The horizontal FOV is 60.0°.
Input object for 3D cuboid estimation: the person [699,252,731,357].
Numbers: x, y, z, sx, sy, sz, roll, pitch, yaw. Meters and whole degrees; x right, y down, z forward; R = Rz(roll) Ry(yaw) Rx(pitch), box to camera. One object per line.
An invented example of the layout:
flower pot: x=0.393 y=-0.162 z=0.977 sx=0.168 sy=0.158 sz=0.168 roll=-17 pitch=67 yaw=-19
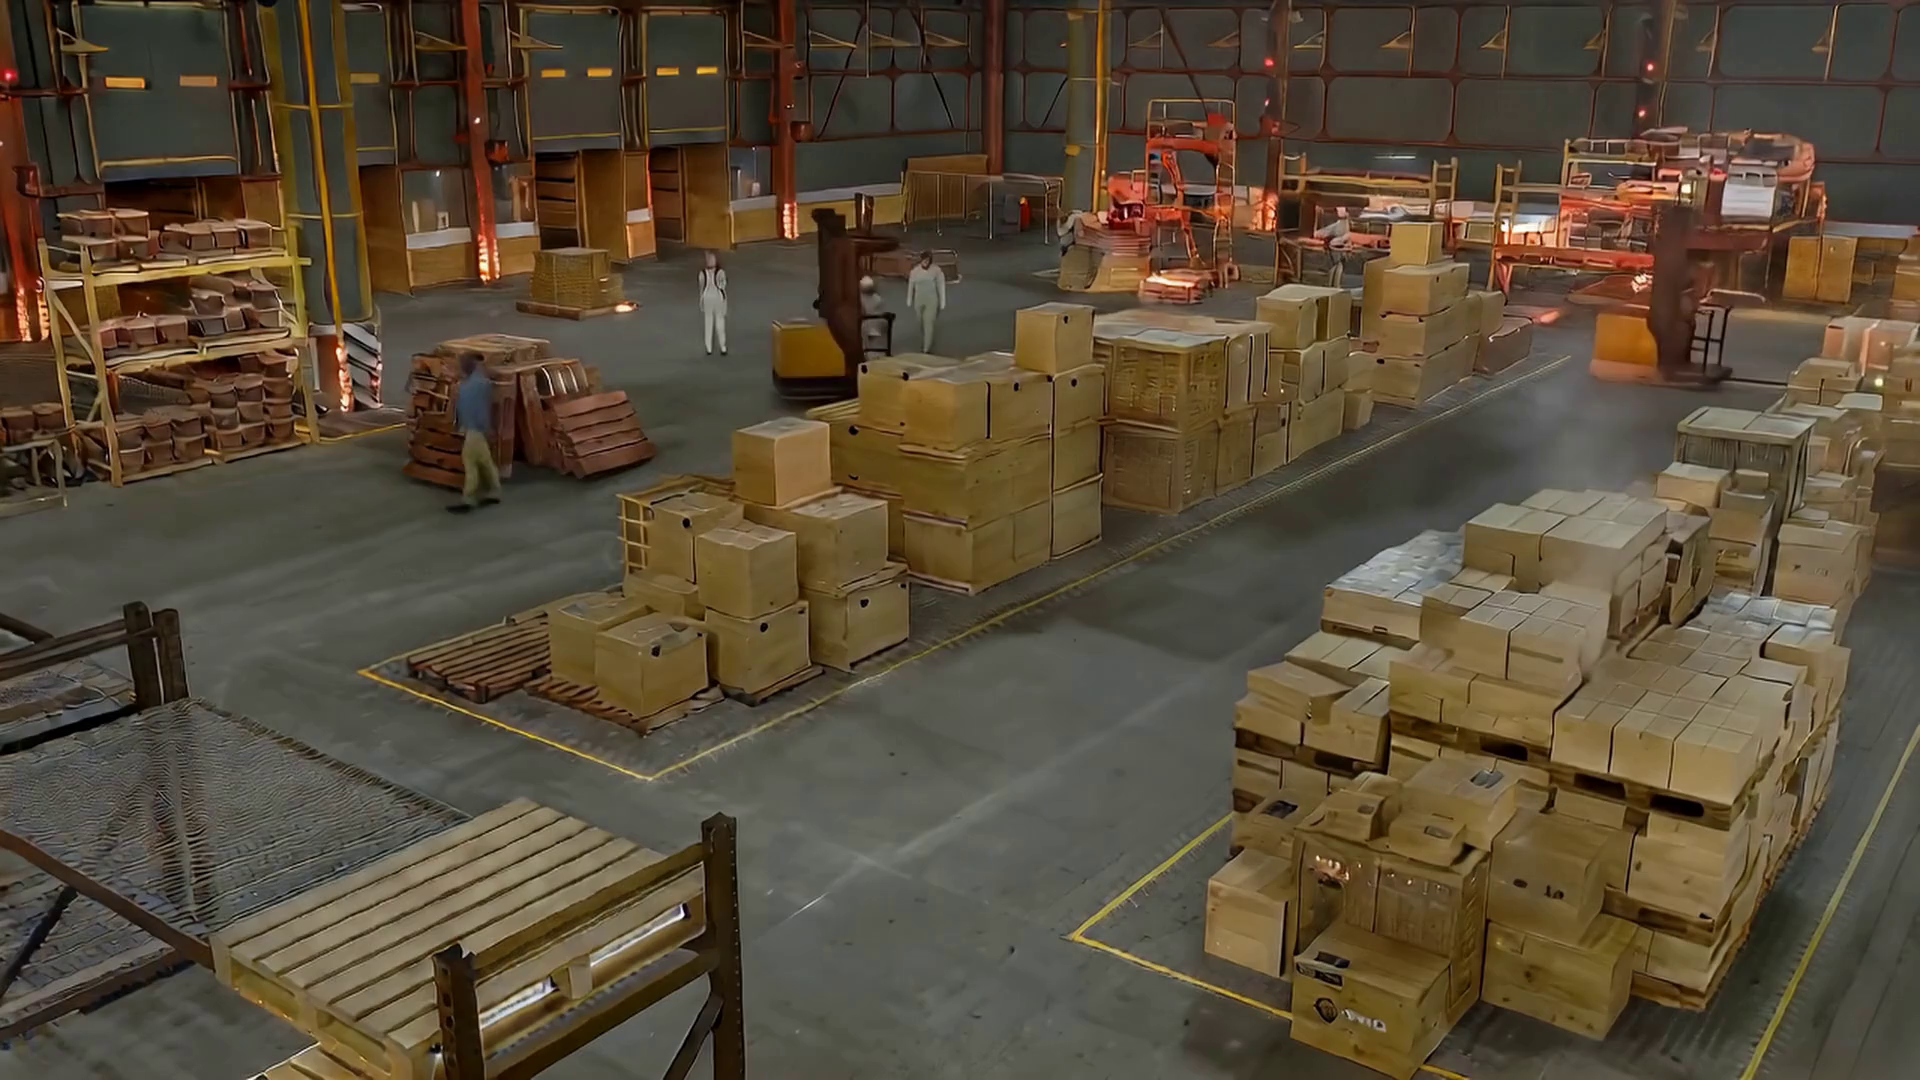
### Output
person: x=-4.320 y=-4.149 z=29.286 sx=0.504 sy=1.839 sz=0.344 roll=4 pitch=17 yaw=13

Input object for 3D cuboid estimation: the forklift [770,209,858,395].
forklift: x=-2.039 y=-3.792 z=26.331 sx=1.873 sy=2.768 sz=1.129 roll=-4 pitch=17 yaw=-13

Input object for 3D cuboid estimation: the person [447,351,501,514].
person: x=-5.839 y=-1.273 z=19.644 sx=0.784 sy=1.915 sz=0.659 roll=-11 pitch=20 yaw=-33

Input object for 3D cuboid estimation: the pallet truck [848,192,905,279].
pallet truck: x=-1.936 y=-7.159 z=38.982 sx=1.885 sy=1.965 sz=0.823 roll=-12 pitch=21 yaw=-34

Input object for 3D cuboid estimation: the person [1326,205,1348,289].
person: x=8.255 y=-6.324 z=36.317 sx=0.542 sy=1.939 sz=0.362 roll=-10 pitch=19 yaw=-29

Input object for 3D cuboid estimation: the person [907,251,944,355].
person: x=-0.560 y=-4.125 z=29.106 sx=0.638 sy=1.909 sz=0.916 roll=7 pitch=18 yaw=21

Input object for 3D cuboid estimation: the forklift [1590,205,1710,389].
forklift: x=11.471 y=-4.000 z=27.021 sx=1.873 sy=2.768 sz=1.129 roll=12 pitch=21 yaw=35

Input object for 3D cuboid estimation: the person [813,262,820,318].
person: x=-2.477 y=-4.701 z=31.499 sx=0.736 sy=1.605 sz=0.529 roll=13 pitch=21 yaw=38

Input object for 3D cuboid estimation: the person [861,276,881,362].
person: x=-1.504 y=-3.430 z=27.068 sx=0.492 sy=1.742 sz=0.318 roll=-9 pitch=19 yaw=-29
